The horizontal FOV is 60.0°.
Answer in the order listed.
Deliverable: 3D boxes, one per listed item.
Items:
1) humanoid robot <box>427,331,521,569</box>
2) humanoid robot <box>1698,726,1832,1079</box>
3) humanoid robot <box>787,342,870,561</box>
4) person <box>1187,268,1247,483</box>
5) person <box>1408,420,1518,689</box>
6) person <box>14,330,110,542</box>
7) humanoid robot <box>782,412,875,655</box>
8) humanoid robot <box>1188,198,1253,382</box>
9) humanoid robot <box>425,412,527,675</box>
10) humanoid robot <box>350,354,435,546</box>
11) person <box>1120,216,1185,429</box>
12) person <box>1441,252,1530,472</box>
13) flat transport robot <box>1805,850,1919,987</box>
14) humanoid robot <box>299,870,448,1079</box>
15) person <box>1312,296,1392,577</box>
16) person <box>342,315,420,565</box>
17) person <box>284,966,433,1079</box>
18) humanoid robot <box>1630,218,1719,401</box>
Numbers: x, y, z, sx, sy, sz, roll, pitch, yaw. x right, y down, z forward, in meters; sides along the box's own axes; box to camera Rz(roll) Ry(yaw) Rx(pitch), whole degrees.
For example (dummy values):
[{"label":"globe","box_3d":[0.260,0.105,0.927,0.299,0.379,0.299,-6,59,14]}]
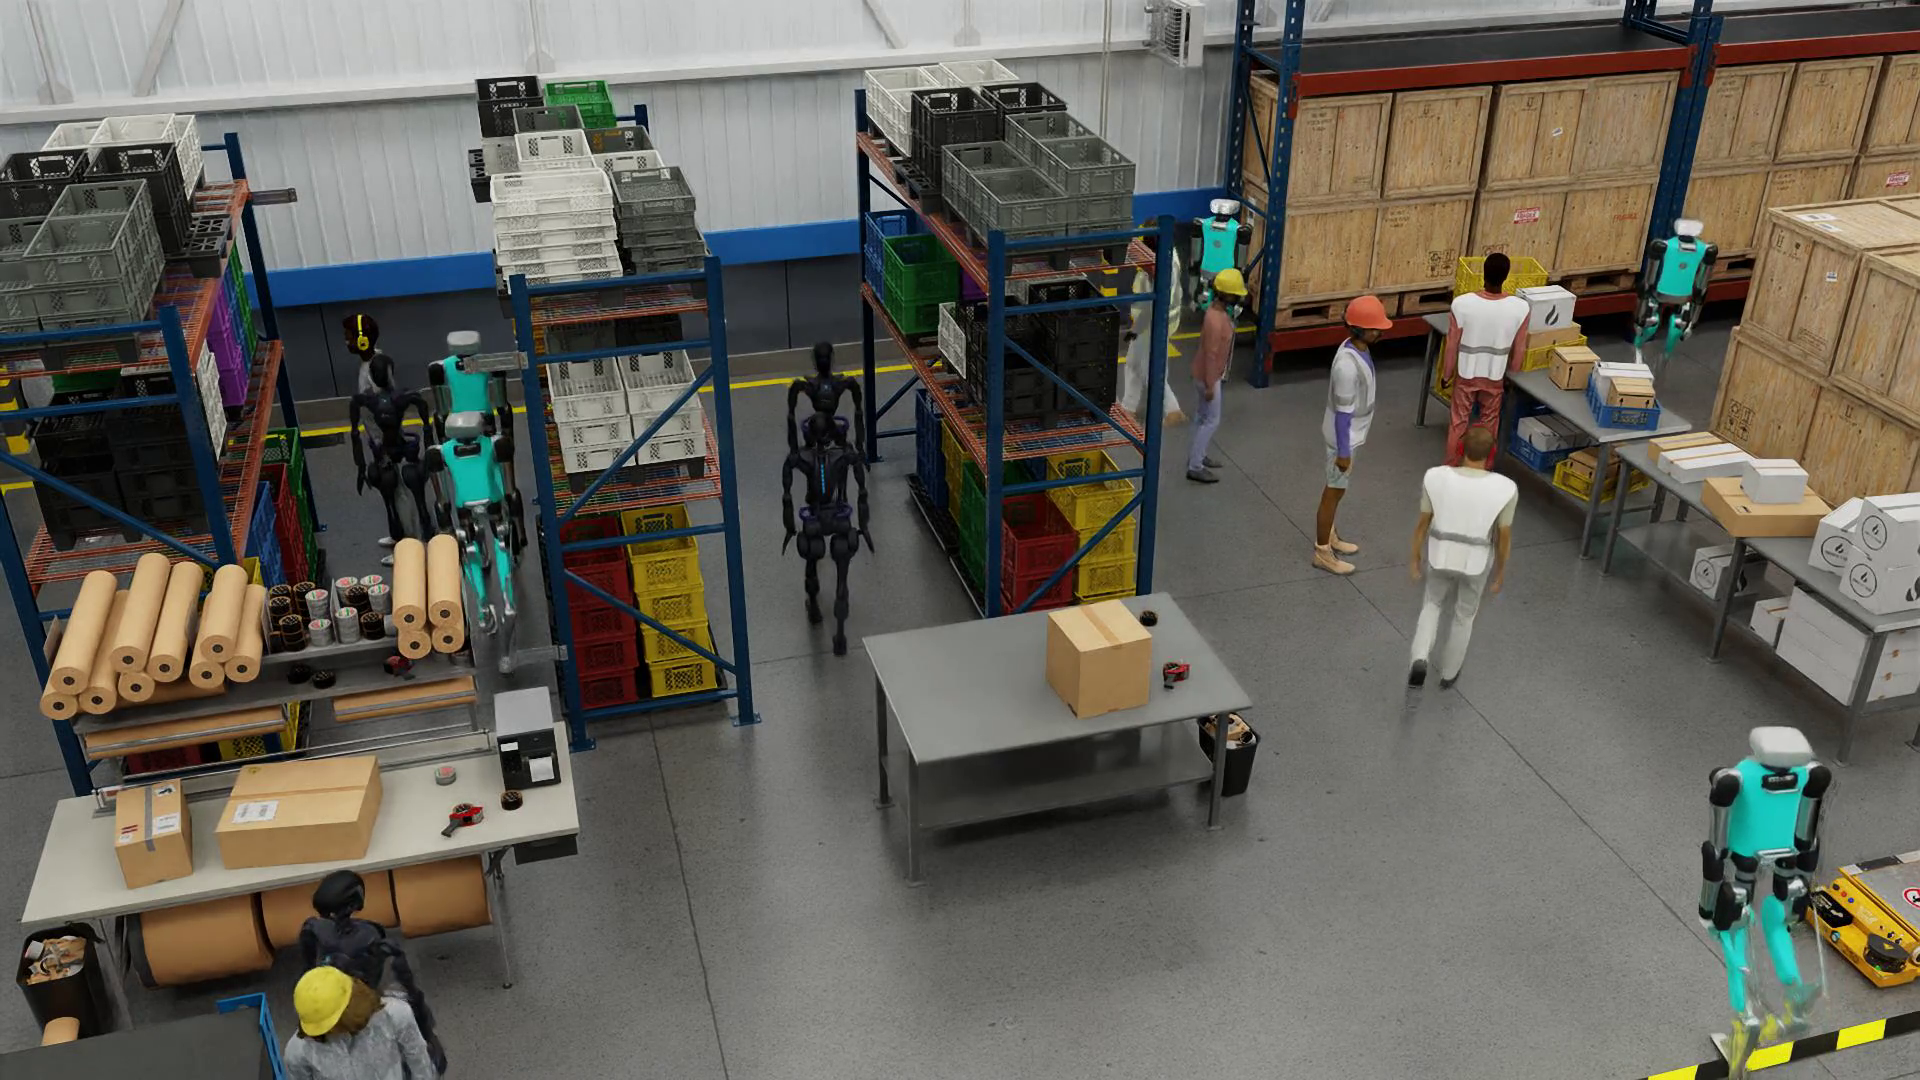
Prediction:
[{"label":"humanoid robot","box_3d":[-3.319,-0.550,11.576,0.537,1.745,0.696,-12,31,-21]},{"label":"humanoid robot","box_3d":[3.642,1.803,7.465,0.548,1.870,0.833,-3,29,-5]},{"label":"humanoid robot","box_3d":[-0.961,-0.693,12.018,0.602,1.641,0.741,-5,29,-8]},{"label":"person","box_3d":[1.994,-1.292,12.972,0.385,1.748,0.541,3,29,6]},{"label":"person","box_3d":[3.076,0.153,10.265,0.576,1.828,0.502,13,31,23]},{"label":"person","box_3d":[-6.581,-0.864,12.071,0.523,1.871,0.324,7,29,12]},{"label":"humanoid robot","box_3d":[-0.870,-0.100,10.897,0.609,1.634,0.692,-3,29,-6]},{"label":"humanoid robot","box_3d":[2.305,-2.232,14.559,0.533,1.677,0.735,12,31,20]},{"label":"humanoid robot","box_3d":[-2.995,0.095,10.491,0.547,1.735,1.043,-8,30,-14]},{"label":"humanoid robot","box_3d":[-3.934,-0.492,11.596,0.590,1.649,0.516,-6,29,-11]},{"label":"person","box_3d":[1.587,-1.799,13.842,0.669,1.806,0.640,2,29,3]},{"label":"person","box_3d":[3.995,-1.273,12.763,0.589,1.922,0.393,5,29,10]},{"label":"flat transport robot","box_3d":[5.163,1.916,8.676,1.431,0.231,0.659,-8,30,-14]},{"label":"humanoid robot","box_3d":[-2.449,2.031,6.990,0.597,1.652,0.389,10,30,17]},{"label":"person","box_3d":[2.736,-0.743,11.672,0.377,2.045,0.604,9,30,17]},{"label":"person","box_3d":[-4.107,-0.716,11.801,0.316,1.869,0.529,-10,30,-17]},{"label":"person","box_3d":[-2.341,2.228,6.633,0.560,1.691,0.742,-17,33,-29]},{"label":"humanoid robot","box_3d":[5.984,-1.887,14.192,0.539,1.898,0.722,6,29,10]}]
